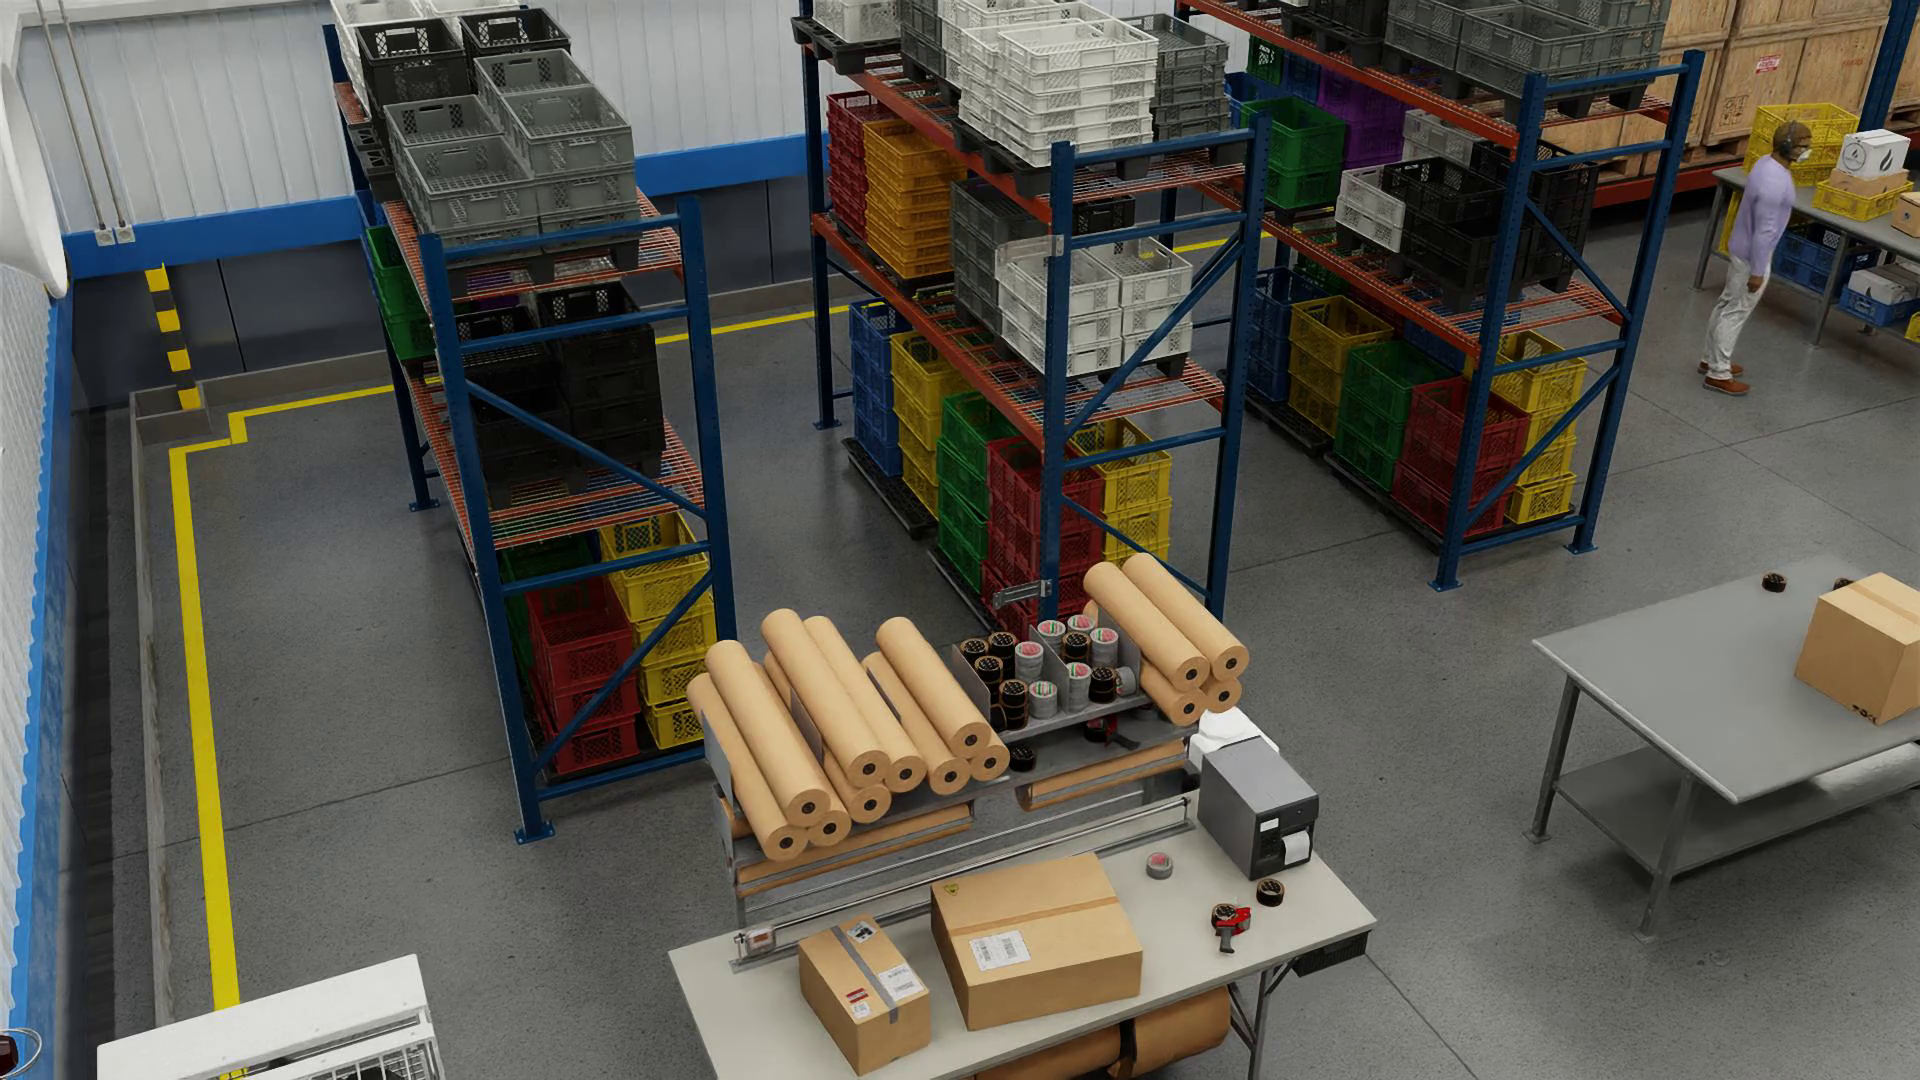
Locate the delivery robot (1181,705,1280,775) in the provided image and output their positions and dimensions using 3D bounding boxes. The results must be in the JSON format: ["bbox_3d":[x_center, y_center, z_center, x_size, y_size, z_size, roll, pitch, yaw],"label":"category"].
[{"bbox_3d":[1.227,0.942,8.060,0.477,0.478,0.707,-14,34,-22],"label":"delivery robot"}]

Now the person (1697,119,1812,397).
[{"bbox_3d":[5.523,-1.973,11.569,0.369,1.938,0.630,10,33,15],"label":"person"}]
